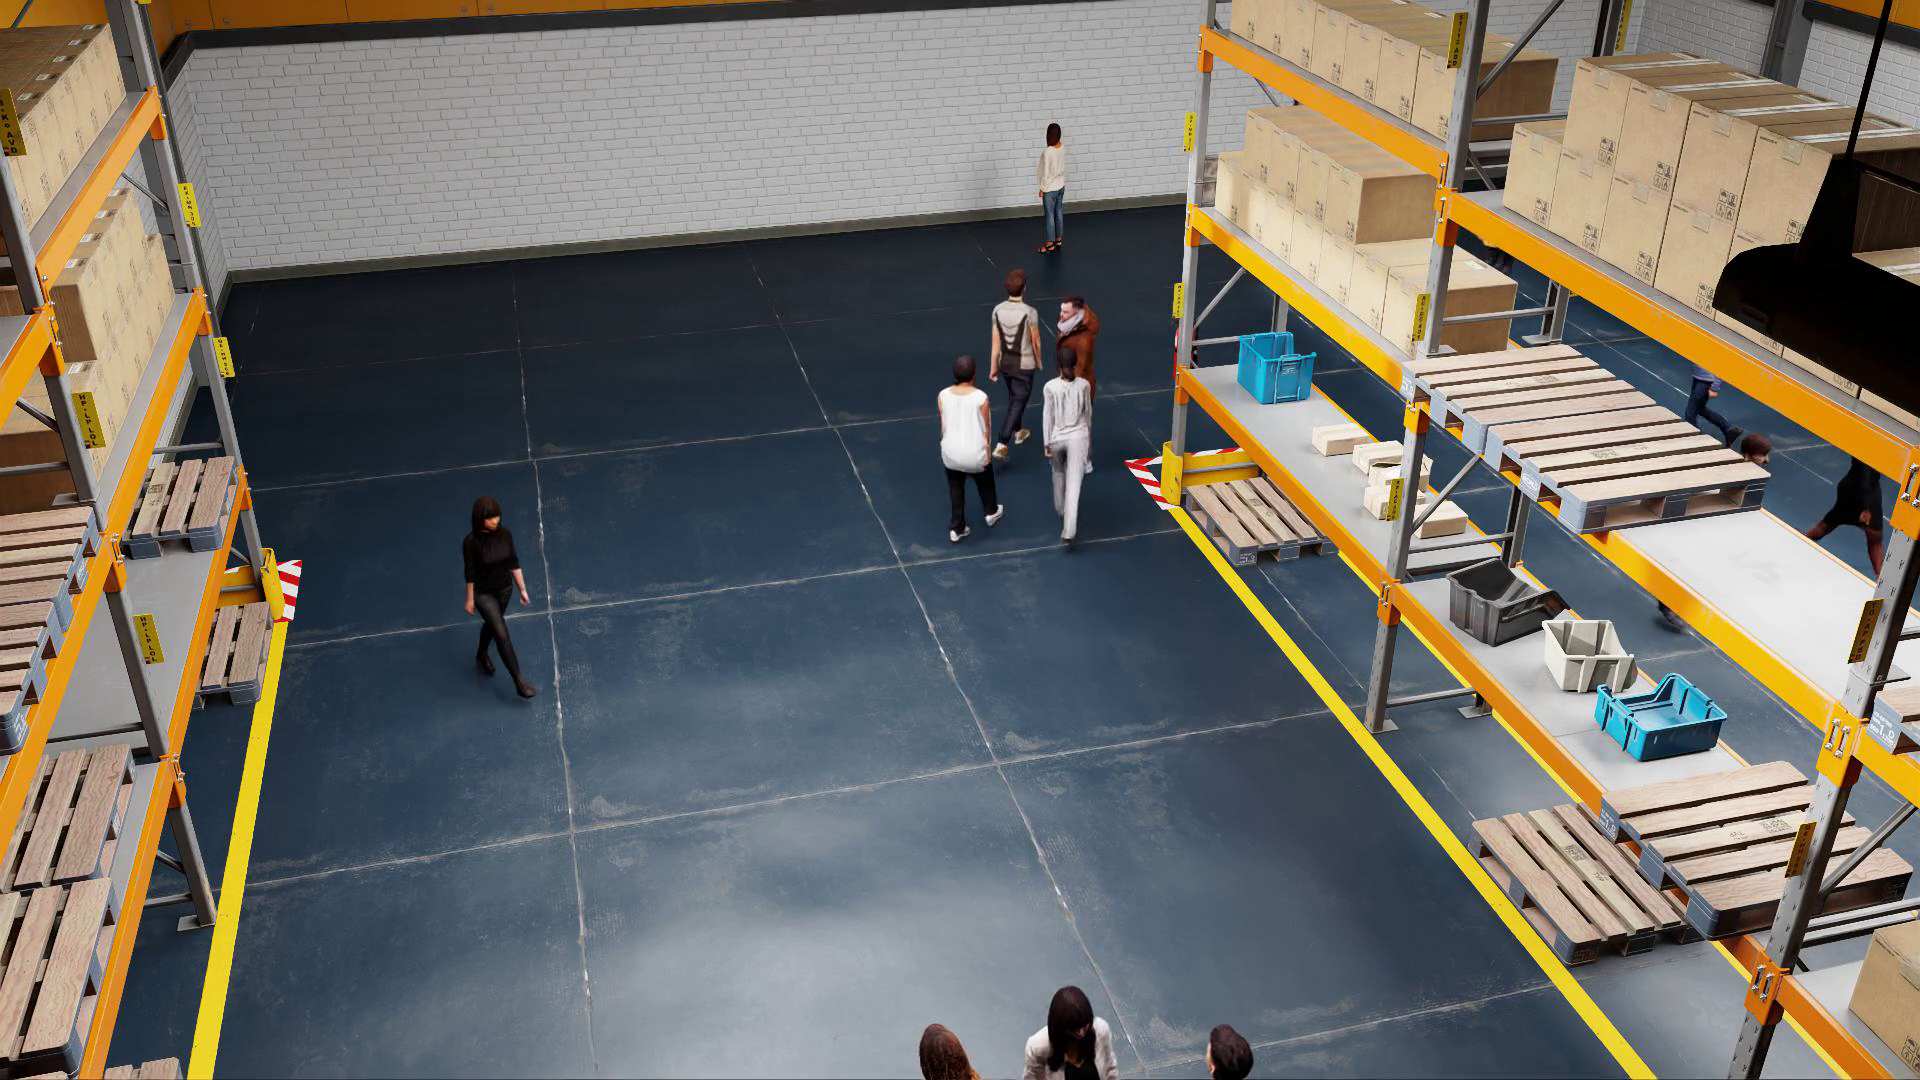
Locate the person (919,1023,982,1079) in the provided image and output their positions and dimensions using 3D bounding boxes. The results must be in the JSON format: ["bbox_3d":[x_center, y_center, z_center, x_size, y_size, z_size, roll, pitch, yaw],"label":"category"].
[{"bbox_3d":[0.018,2.976,7.620,0.695,1.754,0.756,-24,37,-37],"label":"person"}]

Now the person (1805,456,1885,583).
[{"bbox_3d":[7.371,-0.362,13.837,1.286,1.662,1.056,25,37,38],"label":"person"}]

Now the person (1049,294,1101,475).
[{"bbox_3d":[1.171,-1.465,15.700,0.779,1.814,0.599,-6,29,-11],"label":"person"}]

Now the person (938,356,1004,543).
[{"bbox_3d":[0.022,-0.765,14.572,0.987,1.666,1.062,14,32,25],"label":"person"}]

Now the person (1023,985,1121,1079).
[{"bbox_3d":[0.517,2.738,8.206,0.722,1.613,0.999,-13,31,-22],"label":"person"}]

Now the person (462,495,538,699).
[{"bbox_3d":[-3.569,0.371,12.561,1.173,1.596,0.983,24,37,37],"label":"person"}]

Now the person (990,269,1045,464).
[{"bbox_3d":[0.518,-1.624,15.945,1.137,1.859,1.200,16,32,26],"label":"person"}]

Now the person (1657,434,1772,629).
[{"bbox_3d":[5.953,-0.015,13.065,0.885,1.792,1.263,-15,32,-25],"label":"person"}]

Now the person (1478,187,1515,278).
[{"bbox_3d":[6.413,-3.566,19.736,0.980,1.638,1.021,21,35,34],"label":"person"}]

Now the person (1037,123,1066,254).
[{"bbox_3d":[1.204,-4.559,21.511,0.736,1.683,0.696,19,34,31],"label":"person"}]

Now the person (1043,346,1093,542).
[{"bbox_3d":[0.954,-0.811,14.588,0.853,1.732,1.195,3,29,5],"label":"person"}]
